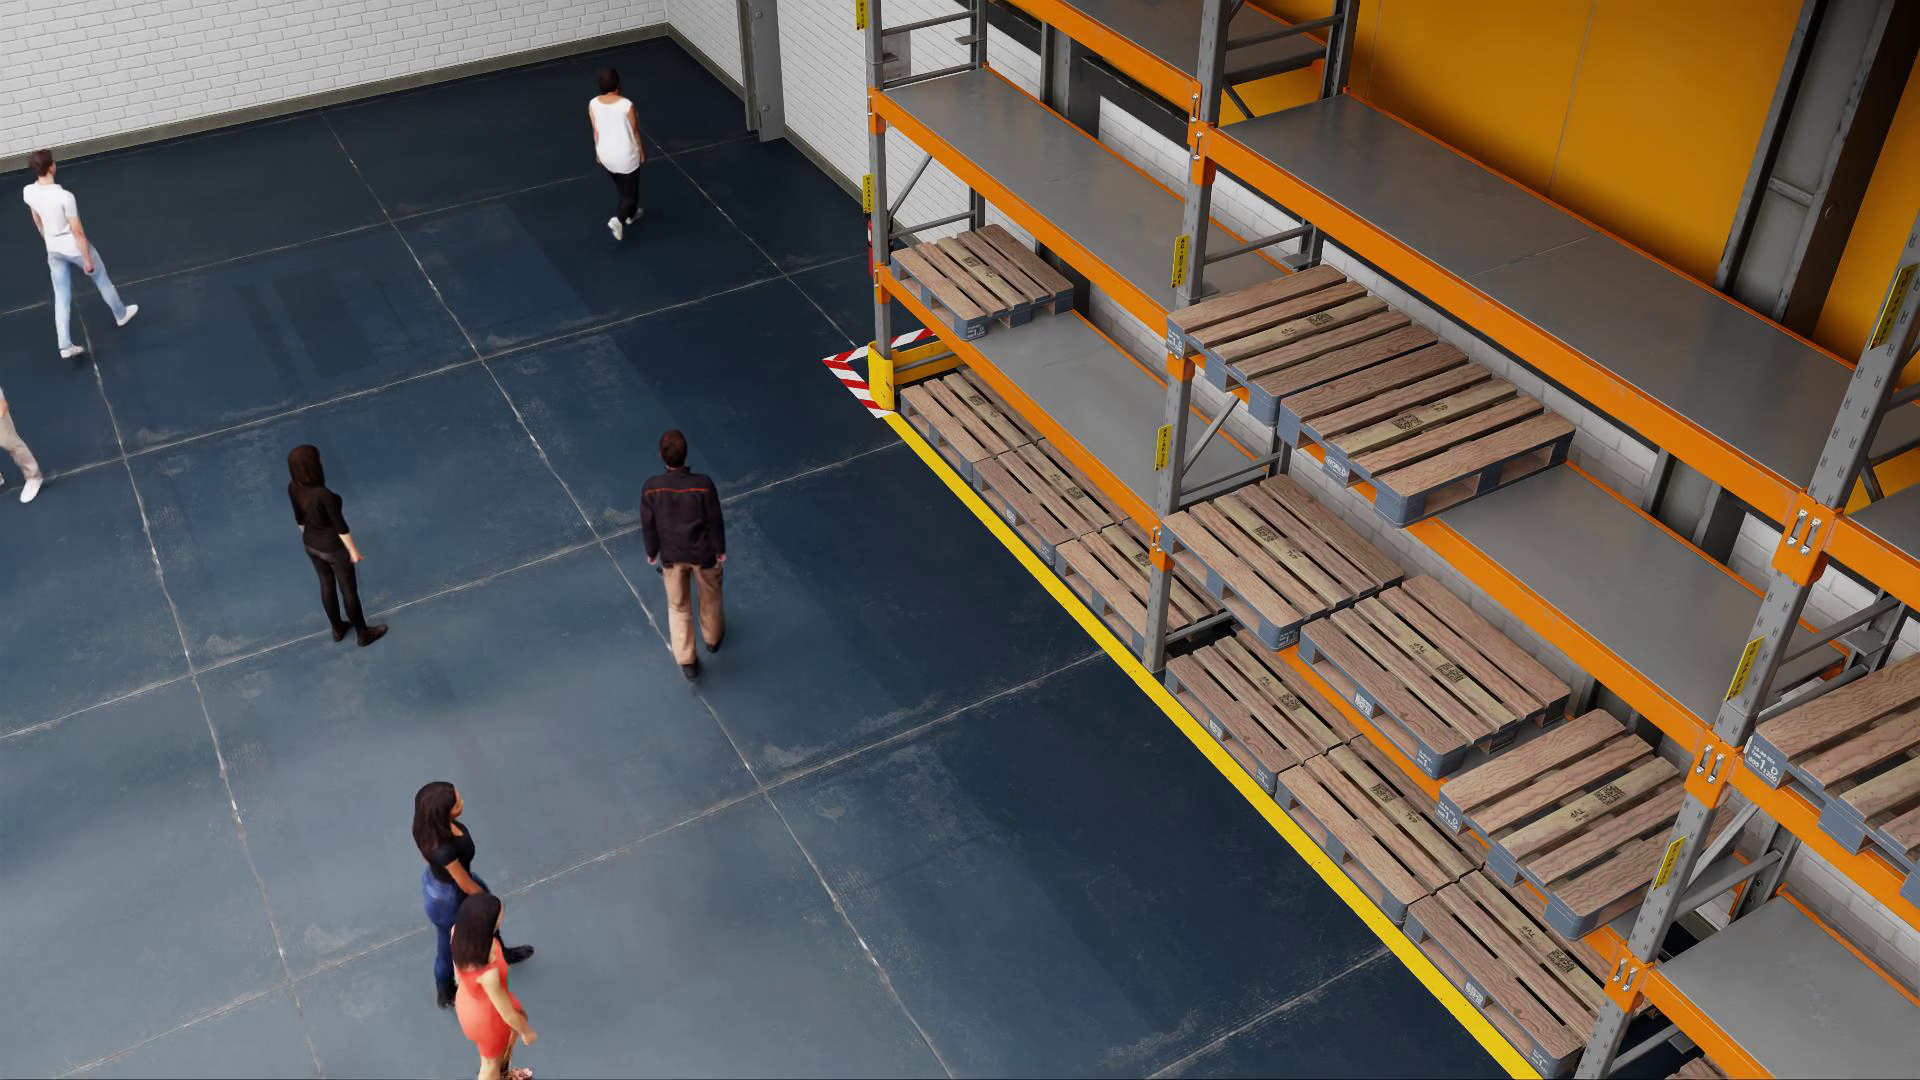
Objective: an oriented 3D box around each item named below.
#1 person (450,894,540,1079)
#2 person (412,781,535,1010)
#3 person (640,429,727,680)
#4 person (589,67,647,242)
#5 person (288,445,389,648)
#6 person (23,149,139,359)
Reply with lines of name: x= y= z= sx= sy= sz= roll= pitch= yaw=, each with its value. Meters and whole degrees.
person: x=-2.469 y=2.439 z=8.417 sx=0.691 sy=1.695 sz=0.545 roll=-27 pitch=46 yaw=-30
person: x=-2.839 y=1.977 z=8.981 sx=0.660 sy=1.714 sz=0.759 roll=-19 pitch=42 yaw=-22
person: x=-1.837 y=0.109 z=11.151 sx=0.922 sy=1.924 sz=1.042 roll=-3 pitch=39 yaw=-4
person: x=-3.328 y=-3.741 z=16.183 sx=1.036 sy=1.662 sz=1.020 roll=17 pitch=42 yaw=20
person: x=-4.360 y=0.047 z=11.455 sx=0.625 sy=1.642 sz=0.717 roll=16 pitch=41 yaw=19
person: x=-7.785 y=-2.441 z=14.439 sx=1.164 sy=1.806 sz=1.321 roll=5 pitch=39 yaw=6
